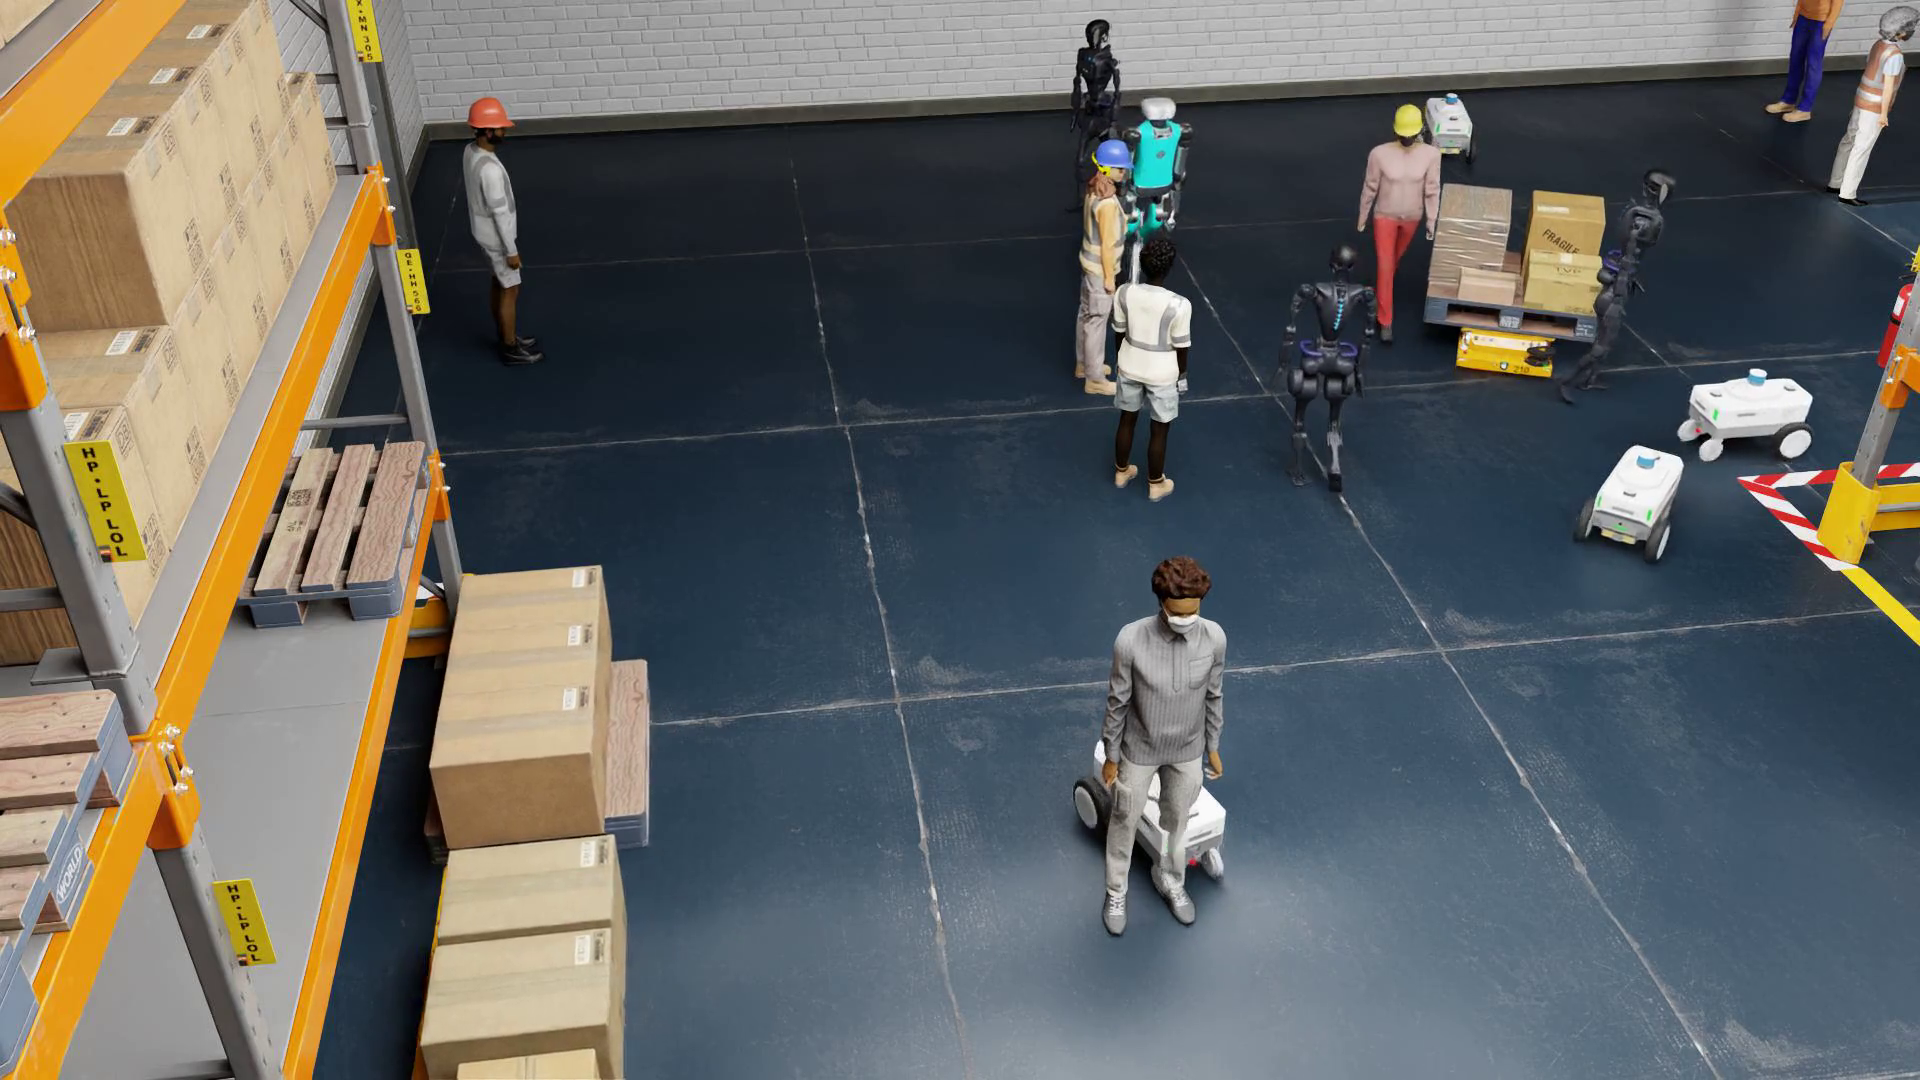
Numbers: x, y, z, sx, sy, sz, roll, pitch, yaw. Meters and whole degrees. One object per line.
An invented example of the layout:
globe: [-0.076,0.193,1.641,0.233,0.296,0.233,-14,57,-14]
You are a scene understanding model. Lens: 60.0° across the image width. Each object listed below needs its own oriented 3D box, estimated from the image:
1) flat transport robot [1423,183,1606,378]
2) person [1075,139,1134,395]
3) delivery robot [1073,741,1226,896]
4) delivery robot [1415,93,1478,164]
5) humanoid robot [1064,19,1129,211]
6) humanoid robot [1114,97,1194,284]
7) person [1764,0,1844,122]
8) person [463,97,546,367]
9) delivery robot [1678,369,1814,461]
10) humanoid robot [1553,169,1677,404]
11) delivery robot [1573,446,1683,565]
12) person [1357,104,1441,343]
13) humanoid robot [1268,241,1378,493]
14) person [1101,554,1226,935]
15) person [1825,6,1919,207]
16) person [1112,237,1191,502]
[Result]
flat transport robot: [4.058,-1.630,12.351,0.659,0.231,1.431,9,34,14]
person: [0.974,-1.860,11.322,0.323,1.776,0.463,-4,33,-6]
delivery robot: [0.902,1.215,7.745,0.499,0.612,0.796,-15,36,-22]
delivery robot: [4.530,-3.853,15.478,0.514,0.575,0.742,3,33,5]
humanoid robot: [1.229,-3.630,14.168,0.718,1.644,0.589,-24,40,-32]
humanoid robot: [1.318,-2.465,12.311,0.536,1.795,0.772,-9,34,-13]
person: [8.248,-5.058,16.049,0.397,1.974,0.516,-9,34,-14]
person: [-3.199,-2.135,11.613,0.388,1.926,0.546,-17,37,-24]
delivery robot: [5.162,-0.832,10.867,0.779,0.597,0.499,-5,33,-7]
humanoid robot: [4.409,-1.724,11.215,0.475,1.644,0.613,17,37,25]
delivery robot: [4.046,-0.241,9.966,0.499,0.601,0.775,21,38,28]
person: [3.195,-2.348,12.137,0.531,1.712,0.932,-1,33,-2]
humanoid robot: [2.210,-1.015,10.129,0.596,1.645,0.528,-1,33,-2]
person: [0.849,0.860,7.046,0.529,1.898,0.396,-5,33,-8]
person: [7.831,-3.719,14.249,0.317,1.687,0.454,1,33,1]
person: [1.153,-1.030,10.130,0.531,1.694,0.319,22,39,30]
